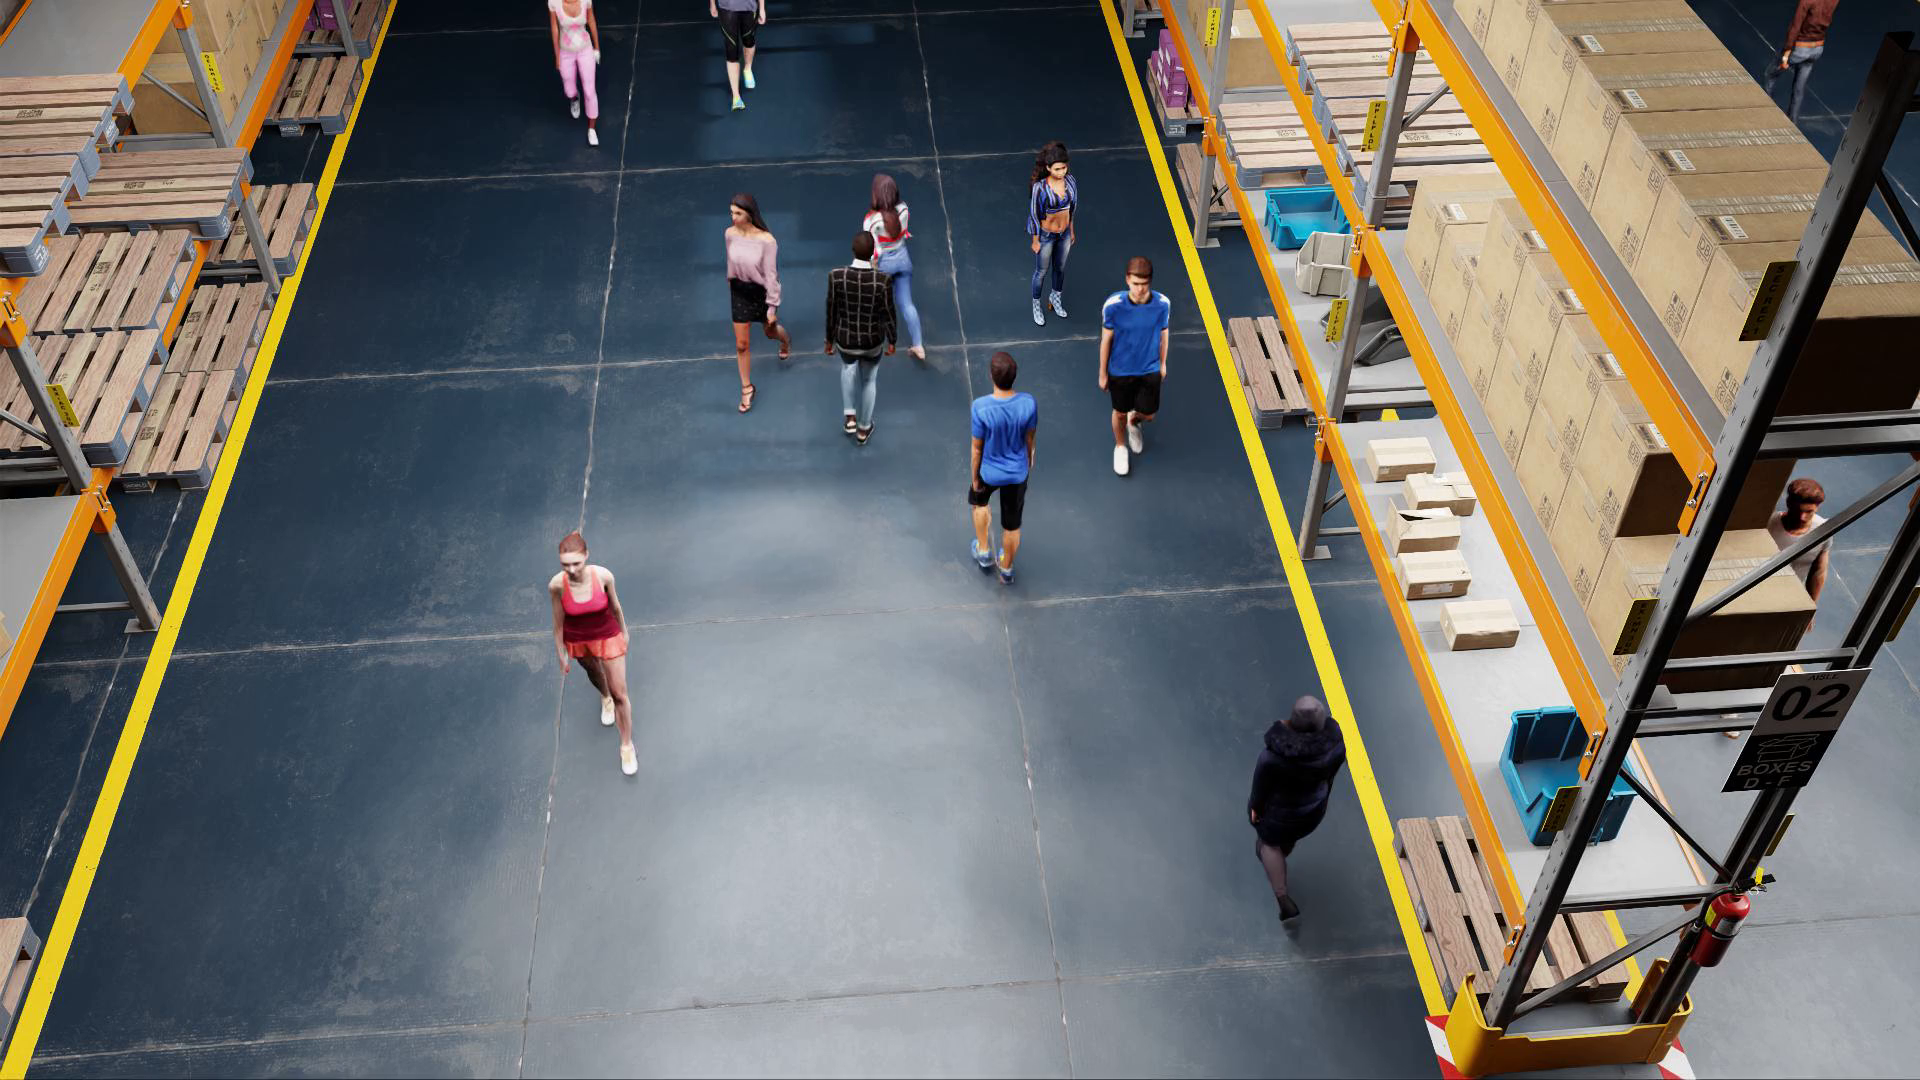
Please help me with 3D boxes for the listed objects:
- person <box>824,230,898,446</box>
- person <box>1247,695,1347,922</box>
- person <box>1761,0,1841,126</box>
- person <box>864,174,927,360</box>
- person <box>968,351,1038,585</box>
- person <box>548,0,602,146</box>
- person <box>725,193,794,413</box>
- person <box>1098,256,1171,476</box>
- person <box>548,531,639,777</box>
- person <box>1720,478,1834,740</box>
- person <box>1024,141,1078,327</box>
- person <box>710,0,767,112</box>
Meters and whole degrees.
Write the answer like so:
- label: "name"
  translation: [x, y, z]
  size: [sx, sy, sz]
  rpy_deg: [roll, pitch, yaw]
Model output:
- label: "person"
  translation: [-0.750, -1.418, 12.274]
  size: [0.751, 1.804, 0.718]
  rpy_deg: [4, 44, 4]
- label: "person"
  translation: [1.871, 1.504, 9.311]
  size: [0.733, 1.662, 0.949]
  rpy_deg: [-9, 44, -9]
- label: "person"
  translation: [7.941, -4.525, 15.570]
  size: [0.723, 1.757, 0.878]
  rpy_deg: [-9, 44, -9]
- label: "person"
  translation: [-0.504, -2.147, 13.205]
  size: [0.906, 1.576, 1.170]
  rpy_deg: [-22, 48, -22]
- label: "person"
  translation: [0.309, -0.402, 11.173]
  size: [0.592, 1.853, 0.624]
  rpy_deg: [-4, 44, -4]
- label: "person"
  translation: [-3.627, -4.606, 15.675]
  size: [0.710, 1.730, 0.918]
  rpy_deg: [-13, 45, -13]
- label: "person"
  translation: [-1.528, -1.877, 12.777]
  size: [0.896, 1.777, 1.142]
  rpy_deg: [11, 45, 11]
- label: "person"
  translation: [1.261, -1.330, 12.145]
  size: [0.650, 1.856, 0.706]
  rpy_deg: [-4, 44, -4]
- label: "person"
  translation: [-2.252, 0.555, 10.263]
  size: [0.601, 1.722, 0.969]
  rpy_deg: [-6, 44, -6]
- label: "person"
  translation: [5.059, 0.275, 10.462]
  size: [0.818, 1.854, 1.273]
  rpy_deg: [3, 44, 3]
- label: "person"
  translation: [0.753, -2.488, 13.534]
  size: [0.694, 1.617, 0.685]
  rpy_deg: [-21, 47, -21]
- label: "person"
  translation: [-2.159, -5.195, 16.219]
  size: [0.757, 1.832, 1.216]
  rpy_deg: [-7, 44, -7]
